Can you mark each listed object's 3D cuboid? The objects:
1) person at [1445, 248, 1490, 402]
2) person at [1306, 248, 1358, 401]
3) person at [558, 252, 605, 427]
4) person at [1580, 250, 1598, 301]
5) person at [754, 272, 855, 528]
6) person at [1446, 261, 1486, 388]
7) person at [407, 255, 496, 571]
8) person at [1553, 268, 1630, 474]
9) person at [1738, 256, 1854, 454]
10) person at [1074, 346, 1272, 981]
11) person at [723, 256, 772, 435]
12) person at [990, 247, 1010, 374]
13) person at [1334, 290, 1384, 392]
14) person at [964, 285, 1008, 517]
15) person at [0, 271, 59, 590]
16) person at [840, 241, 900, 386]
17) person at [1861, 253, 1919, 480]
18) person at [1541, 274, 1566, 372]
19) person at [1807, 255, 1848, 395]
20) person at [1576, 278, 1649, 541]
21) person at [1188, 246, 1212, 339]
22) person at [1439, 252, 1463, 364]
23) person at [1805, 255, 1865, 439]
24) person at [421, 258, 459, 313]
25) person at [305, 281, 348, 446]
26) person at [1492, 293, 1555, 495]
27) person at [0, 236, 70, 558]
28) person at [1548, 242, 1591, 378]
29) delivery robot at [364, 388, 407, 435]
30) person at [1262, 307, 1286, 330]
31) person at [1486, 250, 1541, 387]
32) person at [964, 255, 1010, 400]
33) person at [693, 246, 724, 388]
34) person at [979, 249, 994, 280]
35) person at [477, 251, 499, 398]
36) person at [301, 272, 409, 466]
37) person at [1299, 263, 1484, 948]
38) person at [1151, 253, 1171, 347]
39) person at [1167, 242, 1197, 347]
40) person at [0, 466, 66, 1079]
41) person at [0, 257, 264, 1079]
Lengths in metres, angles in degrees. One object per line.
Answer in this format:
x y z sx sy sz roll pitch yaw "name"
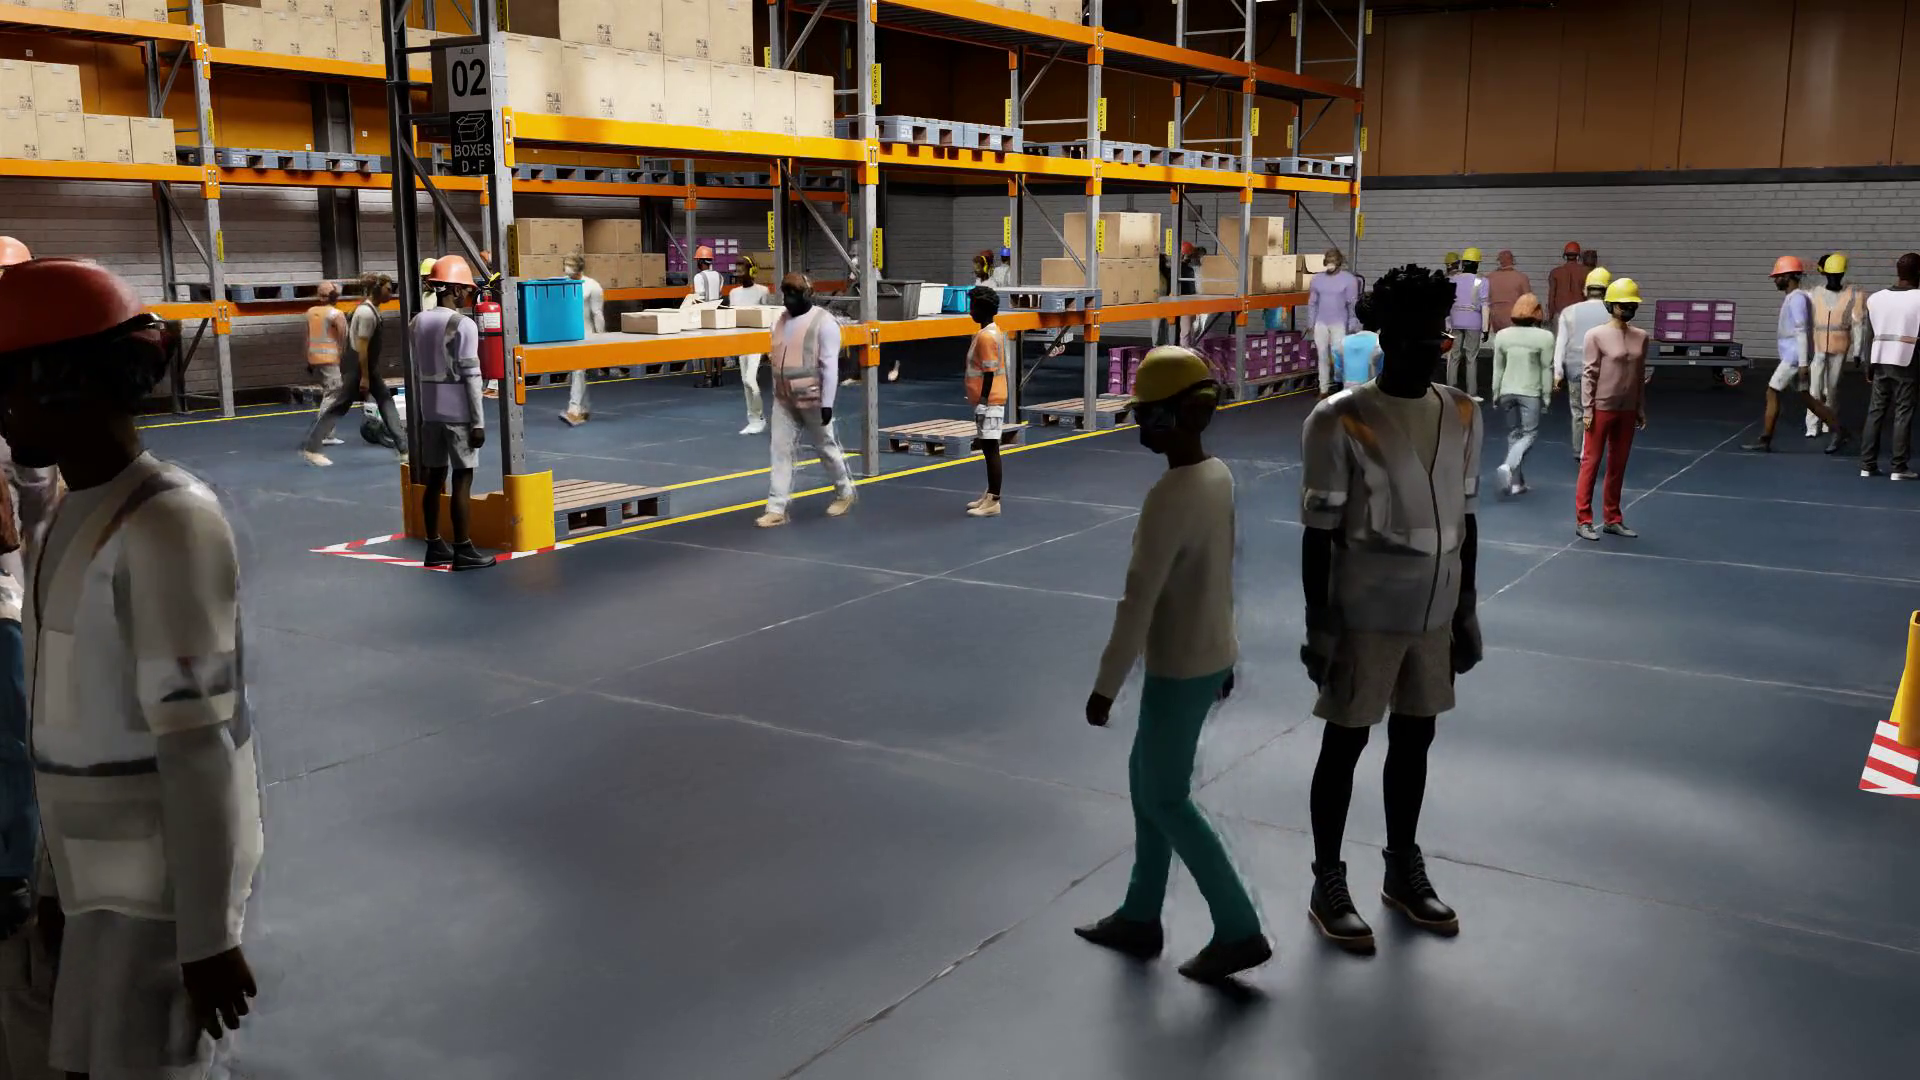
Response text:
6.349 -2.687 20.831 0.595 1.925 0.370 9 14 40 "person"
4.705 -2.712 20.997 0.641 1.927 0.510 7 12 34 "person"
-4.246 -2.190 18.192 0.646 1.890 0.973 3 11 15 "person"
10.291 -3.813 27.276 0.905 1.864 0.666 3 11 16 "person"
-1.088 -1.017 11.942 0.637 1.806 0.931 7 12 34 "person"
6.942 -3.000 22.806 0.626 1.846 0.429 1 10 8 "person"
-3.115 -0.775 10.241 0.543 1.932 0.380 6 12 30 "person"
5.531 -1.476 14.531 0.618 1.780 0.949 6 12 32 "person"
7.979 -1.733 15.696 0.939 1.888 0.597 6 12 30 "person"
0.606 0.344 4.561 0.587 1.740 0.539 5 11 24 "person"
-2.213 -2.000 17.233 0.576 1.851 0.472 6 12 30 "person"
0.701 -3.485 25.199 0.405 1.945 0.615 -8 13 -39 "person"
2.704 -0.809 11.085 0.319 1.698 0.538 -7 12 -34 "person"
0.191 -1.015 12.210 0.318 1.696 0.532 0 10 2 "person"
-4.791 -0.419 8.351 0.677 1.890 0.435 -9 14 -41 "person"
-1.278 -3.155 23.110 0.773 2.000 0.690 -7 12 -33 "person"
7.945 -1.466 14.114 0.377 1.913 0.589 -6 12 -30 "person"
9.035 -3.306 25.123 0.450 1.622 0.614 0 10 -3 "person"
11.421 -2.833 21.940 0.515 1.818 0.709 4 11 22 "person"
4.432 -0.881 11.275 0.524 1.769 0.308 -4 11 -20 "person"
3.964 -3.952 27.849 0.647 1.921 0.457 -6 12 -30 "person"
8.087 -3.798 27.295 0.602 1.824 0.403 -5 12 -27 "person"
9.020 -2.008 17.235 0.600 1.880 0.993 6 12 30 "person"
-5.423 -1.990 17.231 0.598 1.832 0.404 9 14 41 "person"
-6.236 -1.741 16.435 0.534 1.617 0.405 7 12 34 "person"
4.395 -1.133 13.100 0.646 1.612 0.506 -10 14 -44 "person"
-5.873 -0.869 10.438 0.614 2.041 0.390 4 11 19 "person"
8.913 -3.350 24.316 0.609 1.997 0.375 5 11 25 "person"
-5.521 -1.270 16.525 0.707 0.478 0.477 -8 13 -39 "delivery robot"
4.951 -3.585 26.097 0.497 1.818 0.661 -4 11 -19 "person"
7.387 -2.940 22.369 0.585 1.881 0.752 -10 14 -44 "person"
0.386 -2.703 21.184 0.691 1.844 0.527 -6 12 -29 "person"
-3.478 -3.050 22.813 0.361 1.939 0.543 6 12 28 "person"
0.452 -3.638 26.268 0.362 1.876 0.593 -5 11 -25 "person"
-6.035 -2.769 21.410 0.354 1.883 0.576 -7 12 -34 "person"
-5.417 -1.531 14.967 1.131 1.754 0.537 -2 10 -10 "person"
1.242 0.195 4.781 0.599 1.958 0.374 -5 11 -25 "person"
3.572 -4.126 29.176 0.765 1.802 0.463 -7 12 -34 "person"
3.341 -3.460 24.924 0.378 1.996 0.611 -6 12 -29 "person"
-1.936 0.617 3.321 0.309 1.641 0.514 -10 14 -44 "person"
-1.318 0.542 2.766 0.614 1.998 0.676 -10 14 -44 "person"
